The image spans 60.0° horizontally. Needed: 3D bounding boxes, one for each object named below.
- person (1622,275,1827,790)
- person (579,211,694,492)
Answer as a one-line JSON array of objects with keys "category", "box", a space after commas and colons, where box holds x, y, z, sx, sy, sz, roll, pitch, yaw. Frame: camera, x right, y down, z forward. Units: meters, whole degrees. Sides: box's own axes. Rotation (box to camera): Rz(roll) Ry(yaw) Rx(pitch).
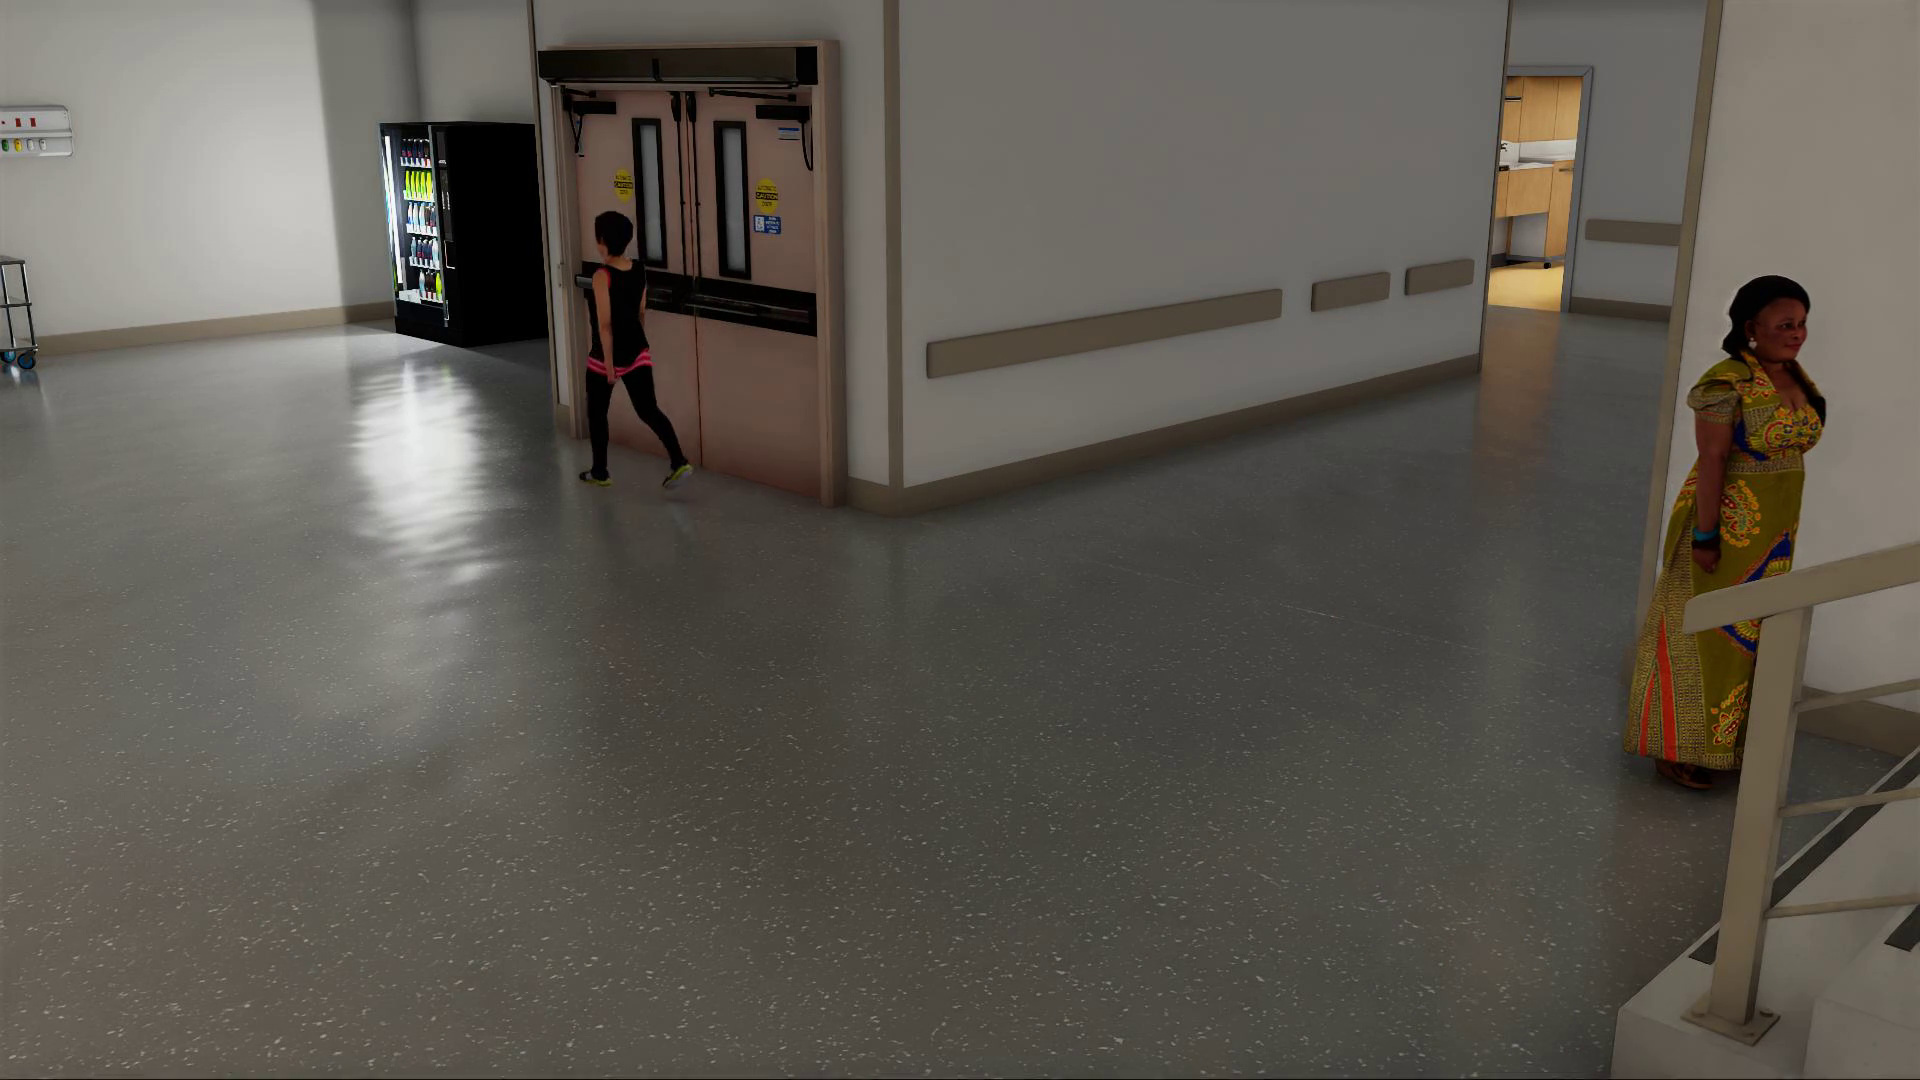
[{"category": "person", "box": [2.518, -0.031, 5.384, 0.908, 1.660, 0.844, -10, 19, -33]}, {"category": "person", "box": [-1.777, -0.989, 9.036, 1.048, 1.521, 0.616, 12, 20, 37]}]
